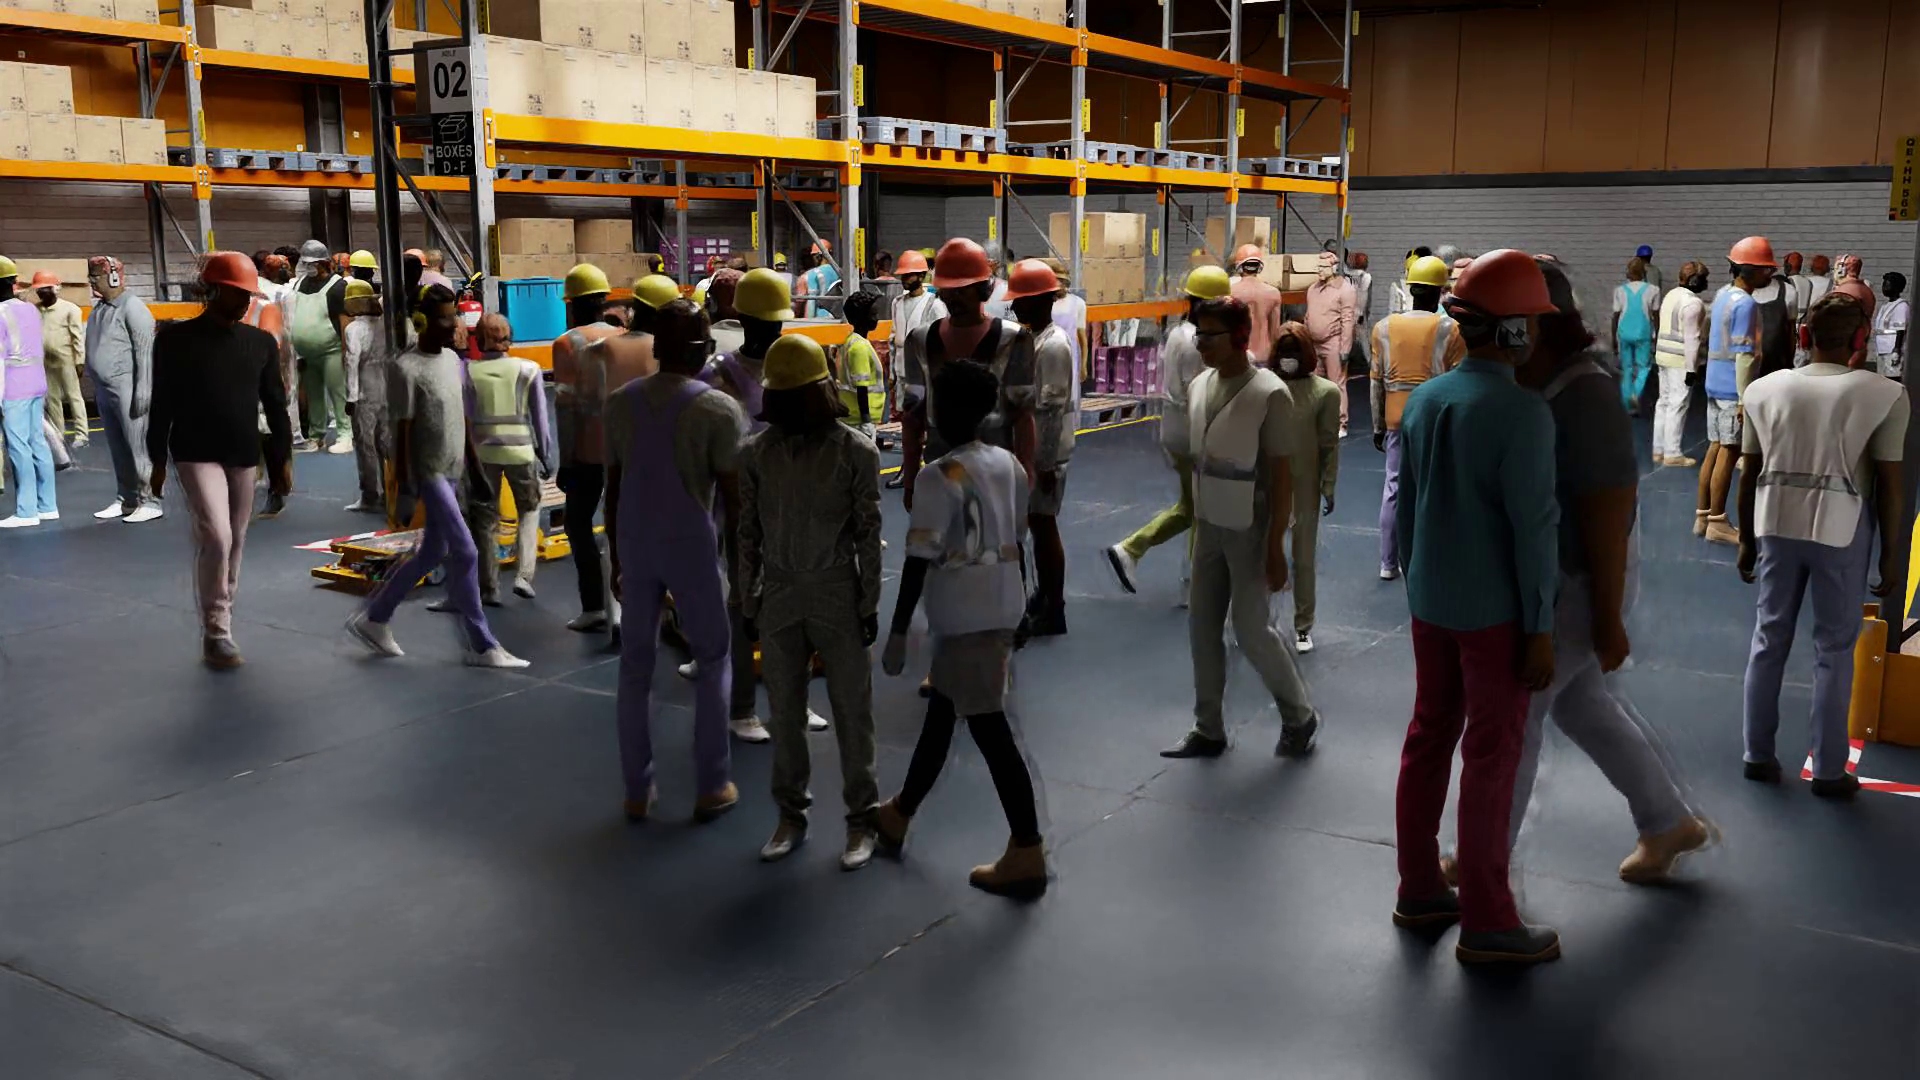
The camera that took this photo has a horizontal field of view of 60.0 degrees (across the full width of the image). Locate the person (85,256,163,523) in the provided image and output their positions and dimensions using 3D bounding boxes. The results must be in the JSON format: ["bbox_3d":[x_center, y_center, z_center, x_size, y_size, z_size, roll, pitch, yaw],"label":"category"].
[{"bbox_3d":[-6.056,-1.076,11.966,0.650,1.906,0.401,7,12,34],"label":"person"}]

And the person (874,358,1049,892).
[{"bbox_3d":[-0.035,0.257,5.261,0.823,1.640,0.609,5,12,28],"label":"person"}]

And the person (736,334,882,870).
[{"bbox_3d":[-0.493,0.203,5.372,0.490,1.730,0.324,2,10,13],"label":"person"}]

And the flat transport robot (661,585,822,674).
[{"bbox_3d":[-1.068,0.401,8.313,0.652,0.197,1.431,-4,11,-20],"label":"flat transport robot"}]

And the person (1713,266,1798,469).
[{"bbox_3d":[7.009,-1.632,14.675,0.707,2.000,0.575,2,10,13],"label":"person"}]

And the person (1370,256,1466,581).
[{"bbox_3d":[2.704,-0.697,9.806,0.587,1.927,0.369,7,12,35],"label":"person"}]

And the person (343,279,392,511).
[{"bbox_3d":[-4.451,-1.082,12.485,0.323,1.729,0.495,3,11,16],"label":"person"}]

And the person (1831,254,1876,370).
[{"bbox_3d":[8.265,-1.715,15.566,0.661,1.894,0.409,-8,13,-38],"label":"person"}]

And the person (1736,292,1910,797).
[{"bbox_3d":[3.122,0.020,6.095,0.396,1.836,0.562,-10,14,-43],"label":"person"}]

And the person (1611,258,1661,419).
[{"bbox_3d":[7.604,-2.257,18.732,0.536,1.825,0.475,6,12,30],"label":"person"}]

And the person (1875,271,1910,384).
[{"bbox_3d":[9.922,-2.007,17.732,0.319,1.691,0.536,1,10,8],"label":"person"}]

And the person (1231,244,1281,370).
[{"bbox_3d":[2.566,-1.648,14.931,0.614,1.987,0.408,-2,10,-10],"label":"person"}]

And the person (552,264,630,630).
[{"bbox_3d":[-1.886,-0.479,8.705,0.488,1.900,0.602,7,13,36],"label":"person"}]

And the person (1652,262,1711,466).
[{"bbox_3d":[6.499,-1.575,14.963,0.434,1.836,0.639,0,10,2],"label":"person"}]

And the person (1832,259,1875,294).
[{"bbox_3d":[10.518,-2.421,19.634,0.561,1.836,0.390,-3,11,-15],"label":"person"}]

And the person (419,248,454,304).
[{"bbox_3d":[-5.961,-2.400,19.263,0.581,1.919,0.701,-9,14,-42],"label":"person"}]

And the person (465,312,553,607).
[{"bbox_3d":[-2.532,-0.434,9.167,0.559,1.630,0.332,-2,10,-9],"label":"person"}]

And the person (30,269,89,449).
[{"bbox_3d":[-8.788,-1.749,16.152,0.569,1.743,0.367,1,10,7],"label":"person"}]

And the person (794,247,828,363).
[{"bbox_3d":[-1.981,-3.035,22.786,0.715,1.929,0.394,-9,14,-42],"label":"person"}]

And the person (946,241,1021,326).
[{"bbox_3d":[0.240,-1.559,14.268,0.708,2.000,0.545,5,11,25],"label":"person"}]

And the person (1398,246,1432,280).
[{"bbox_3d":[6.375,-3.127,23.221,0.638,1.939,0.504,1,10,3],"label":"person"}]

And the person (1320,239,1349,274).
[{"bbox_3d":[5.960,-3.838,26.898,0.537,2.000,0.675,-3,11,-15],"label":"person"}]

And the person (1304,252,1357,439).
[{"bbox_3d":[3.738,-1.978,17.004,0.397,1.899,0.639,-7,12,-33],"label":"person"}]

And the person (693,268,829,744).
[{"bbox_3d":[-0.791,-0.132,6.728,0.591,1.913,0.396,-10,14,-44],"label":"person"}]

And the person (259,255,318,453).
[{"bbox_3d":[-6.455,-1.767,15.858,0.572,1.883,0.354,6,12,31],"label":"person"}]

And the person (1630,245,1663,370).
[{"bbox_3d":[10.565,-3.579,25.748,0.597,1.940,0.411,-5,11,-24],"label":"person"}]

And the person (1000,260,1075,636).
[{"bbox_3d":[0.391,-0.462,8.525,0.388,1.925,0.550,-1,10,-8],"label":"person"}]

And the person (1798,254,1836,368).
[{"bbox_3d":[10.775,-2.684,21.036,0.570,1.856,0.853,6,12,32],"label":"person"}]

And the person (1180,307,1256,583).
[{"bbox_3d":[1.471,-0.589,9.733,0.399,1.733,0.584,-6,12,-31],"label":"person"}]

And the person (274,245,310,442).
[{"bbox_3d":[-6.670,-1.958,16.683,0.367,1.967,0.600,1,10,3],"label":"person"}]

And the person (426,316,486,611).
[{"bbox_3d":[-2.756,-0.428,9.141,0.321,1.631,0.522,1,10,7],"label":"person"}]

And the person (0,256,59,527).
[{"bbox_3d":[-6.702,-1.049,11.787,0.398,1.920,0.586,0,10,0],"label":"person"}]

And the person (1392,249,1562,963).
[{"bbox_3d":[1.473,0.189,4.712,0.377,1.995,0.608,-4,11,-22],"label":"person"}]

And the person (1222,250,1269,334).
[{"bbox_3d":[2.622,-1.770,15.779,0.668,1.926,0.377,2,10,8],"label":"person"}]

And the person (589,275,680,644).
[{"bbox_3d":[-1.659,-0.423,8.515,0.626,1.855,0.981,1,10,4],"label":"person"}]

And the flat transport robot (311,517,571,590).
[{"bbox_3d":[-3.145,0.065,10.172,0.652,0.197,1.431,7,12,34],"label":"flat transport robot"}]

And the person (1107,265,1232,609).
[{"bbox_3d":[1.204,-0.549,9.104,0.650,1.894,0.592,0,10,2],"label":"person"}]

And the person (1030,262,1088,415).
[{"bbox_3d":[0.895,-1.600,15.099,0.569,1.822,0.494,-1,10,-4],"label":"person"}]

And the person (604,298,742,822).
[{"bbox_3d":[-0.988,0.078,5.818,0.510,1.826,0.414,3,11,14],"label":"person"}]

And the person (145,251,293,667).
[{"bbox_3d":[-3.490,-0.383,7.966,0.756,1.959,0.643,9,13,40],"label":"person"}]

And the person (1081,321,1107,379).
[{"bbox_3d":[1.975,-3.360,24.415,0.409,1.986,0.621,-8,13,-39],"label":"person"}]

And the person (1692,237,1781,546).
[{"bbox_3d":[5.187,-0.987,11.091,0.393,2.041,0.613,2,10,9],"label":"person"}]

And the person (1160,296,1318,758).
[{"bbox_3d":[1.138,-0.032,6.471,0.709,1.813,0.614,-5,12,-28],"label":"person"}]

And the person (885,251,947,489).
[{"bbox_3d":[-0.369,-1.355,13.425,0.553,1.935,0.362,8,13,37],"label":"person"}]

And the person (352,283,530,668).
[{"bbox_3d":[-2.528,-0.288,7.921,0.939,1.855,0.535,1,10,8],"label":"person"}]

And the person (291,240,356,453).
[{"bbox_3d":[-6.099,-1.842,15.838,0.679,2.000,0.535,4,11,21],"label":"person"}]

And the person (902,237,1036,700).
[{"bbox_3d":[0.024,-0.297,7.315,0.611,2.032,0.411,4,11,20],"label":"person"}]

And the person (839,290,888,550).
[{"bbox_3d":[-0.646,-0.786,10.941,0.317,1.696,0.539,-2,10,-9],"label":"person"}]

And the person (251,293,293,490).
[{"bbox_3d":[-5.594,-1.190,13.355,0.499,1.633,0.281,2,10,10],"label":"person"}]

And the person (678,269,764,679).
[{"bbox_3d":[-1.051,-0.297,7.698,0.653,1.894,0.401,-9,14,-42],"label":"person"}]

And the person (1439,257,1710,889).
[{"bbox_3d":[1.921,0.094,5.110,0.930,2.000,0.697,1,10,6],"label":"person"}]

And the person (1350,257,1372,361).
[{"bbox_3d":[6.637,-3.875,27.862,0.533,1.767,0.326,-3,11,-18],"label":"person"}]

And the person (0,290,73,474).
[{"bbox_3d":[-8.156,-1.391,14.269,0.899,1.706,0.571,-5,11,-25],"label":"person"}]

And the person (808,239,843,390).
[{"bbox_3d":[-1.763,-2.894,21.696,0.614,2.034,0.408,-10,14,-44],"label":"person"}]

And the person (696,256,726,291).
[{"bbox_3d":[-2.954,-2.462,19.852,0.393,1.836,0.561,5,11,25],"label":"person"}]

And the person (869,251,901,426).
[{"bbox_3d":[-0.786,-2.098,17.634,0.603,1.906,0.399,-9,13,-40],"label":"person"}]

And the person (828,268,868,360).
[{"bbox_3d":[-1.138,-2.176,18.075,0.598,1.907,0.409,-4,11,-22],"label":"person"}]

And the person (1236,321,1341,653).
[{"bbox_3d":[1.608,-0.259,8.197,0.498,1.633,0.286,4,11,21],"label":"person"}]

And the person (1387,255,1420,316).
[{"bbox_3d":[5.642,-2.645,20.856,0.587,1.835,0.404,-2,10,-10],"label":"person"}]
